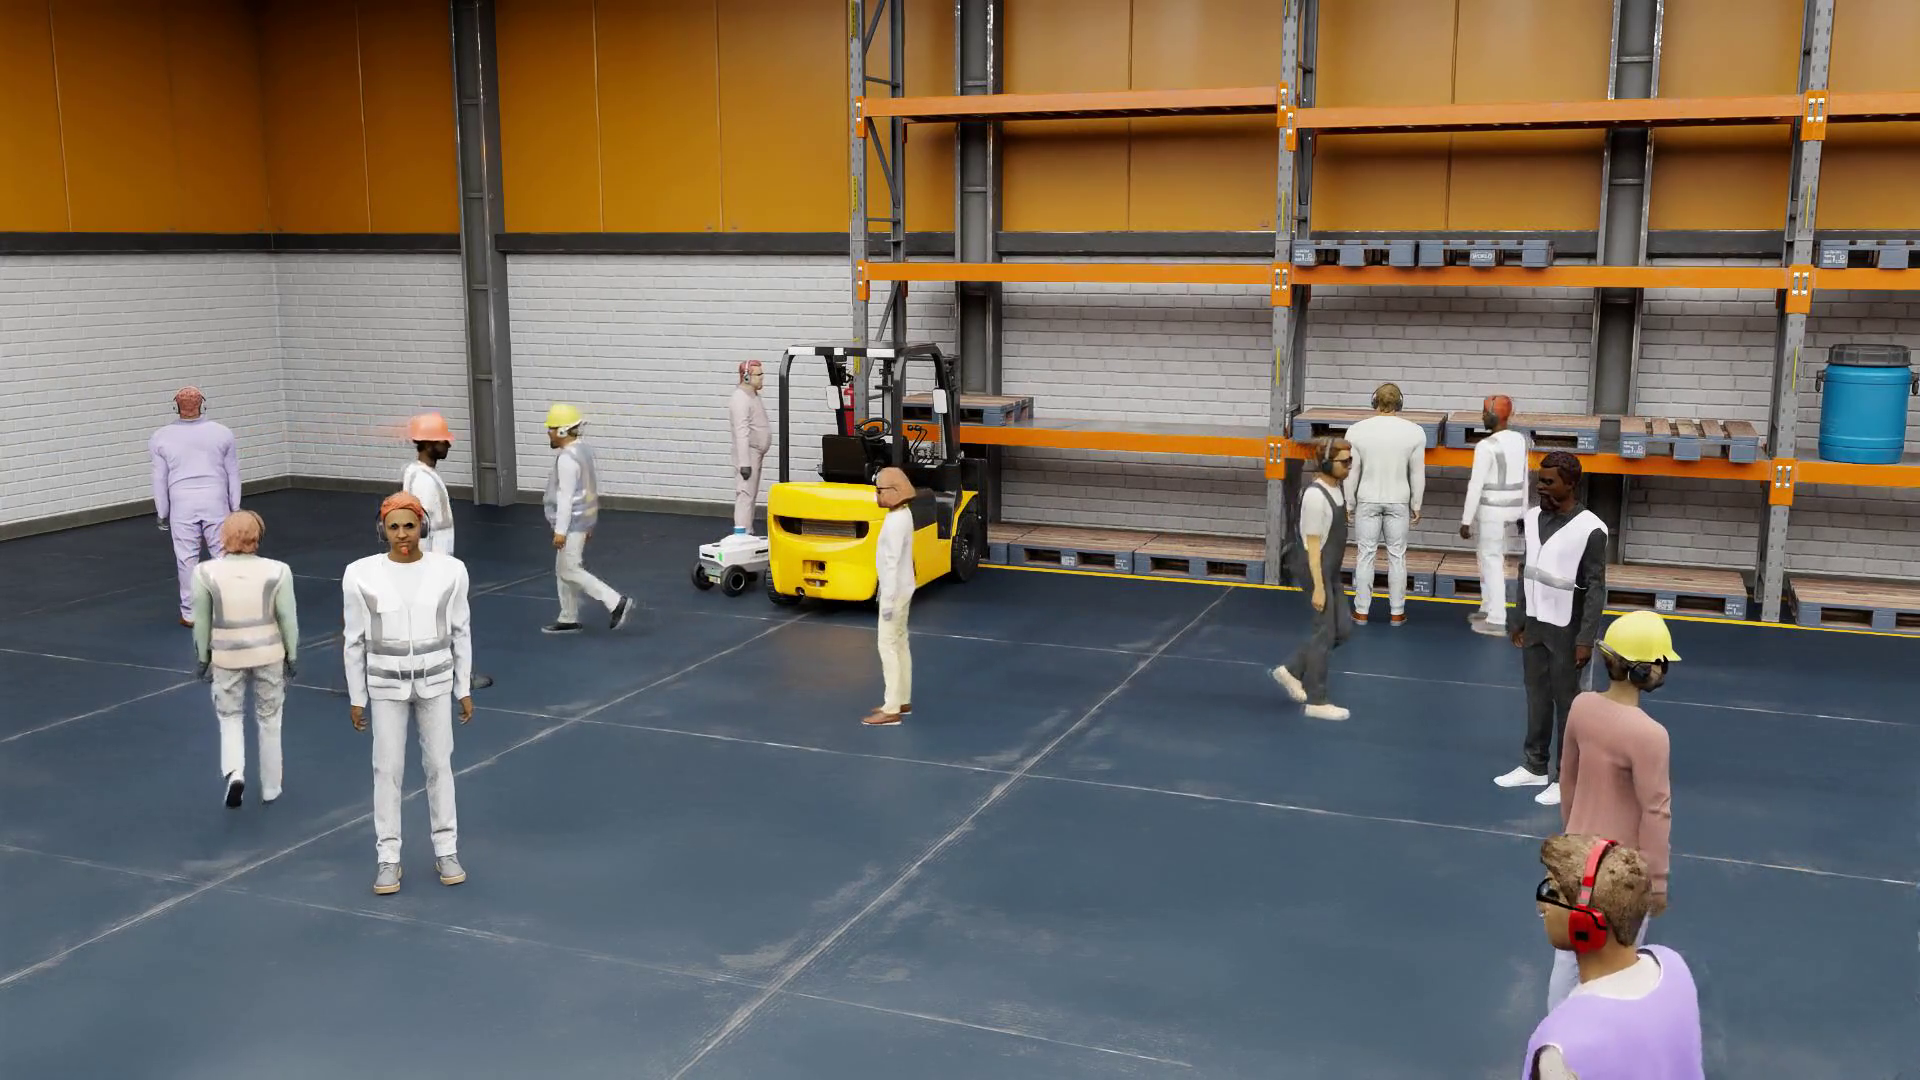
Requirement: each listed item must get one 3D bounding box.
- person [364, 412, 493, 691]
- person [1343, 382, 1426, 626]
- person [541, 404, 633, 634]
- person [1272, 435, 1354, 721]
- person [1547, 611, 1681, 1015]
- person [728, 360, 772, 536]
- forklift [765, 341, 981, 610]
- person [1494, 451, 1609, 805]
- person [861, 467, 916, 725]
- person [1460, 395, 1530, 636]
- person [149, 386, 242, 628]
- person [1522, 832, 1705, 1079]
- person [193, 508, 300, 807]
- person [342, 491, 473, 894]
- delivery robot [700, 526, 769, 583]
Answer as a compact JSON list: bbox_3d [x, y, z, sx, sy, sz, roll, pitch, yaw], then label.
[{"bbox_3d":[-3.623,0.097,11.125,0.786,1.918,0.547,-5,11,-24],"label":"person"},{"bbox_3d":[3.348,-0.280,13.166,0.634,1.939,0.367,2,10,11],"label":"person"},{"bbox_3d":[-2.900,-0.146,12.777,0.655,1.811,0.595,-1,10,-6],"label":"person"},{"bbox_3d":[2.289,0.238,10.579,0.451,1.828,0.524,5,11,27],"label":"person"},{"bbox_3d":[2.325,1.115,5.876,0.326,1.767,0.533,-2,10,-13],"label":"person"},{"bbox_3d":[-2.012,-0.788,16.084,0.399,1.908,0.643,0,10,1],"label":"person"},{"bbox_3d":[-0.739,-0.602,14.246,1.214,2.155,2.313,4,11,21],"label":"forklift"},{"bbox_3d":[3.245,0.467,9.058,0.380,1.918,0.596,-4,11,-20],"label":"person"},{"bbox_3d":[-0.441,0.349,10.528,0.330,1.634,0.507,1,10,6],"label":"person"},{"bbox_3d":[4.081,-0.200,12.911,0.617,1.865,0.593,-8,13,-37],"label":"person"},{"bbox_3d":[-6.016,-0.261,13.143,0.640,1.910,0.407,-5,11,-27],"label":"person"},{"bbox_3d":[1.388,1.508,3.620,0.572,1.799,0.982,-8,13,-39],"label":"person"},{"bbox_3d":[-3.789,0.648,8.858,0.531,1.624,0.458,-4,11,-19],"label":"person"},{"bbox_3d":[-2.576,0.710,7.809,0.575,1.882,0.355,-4,11,-22],"label":"person"},{"bbox_3d":[-1.913,0.121,14.524,0.707,0.478,0.477,-10,14,-44],"label":"delivery robot"}]
